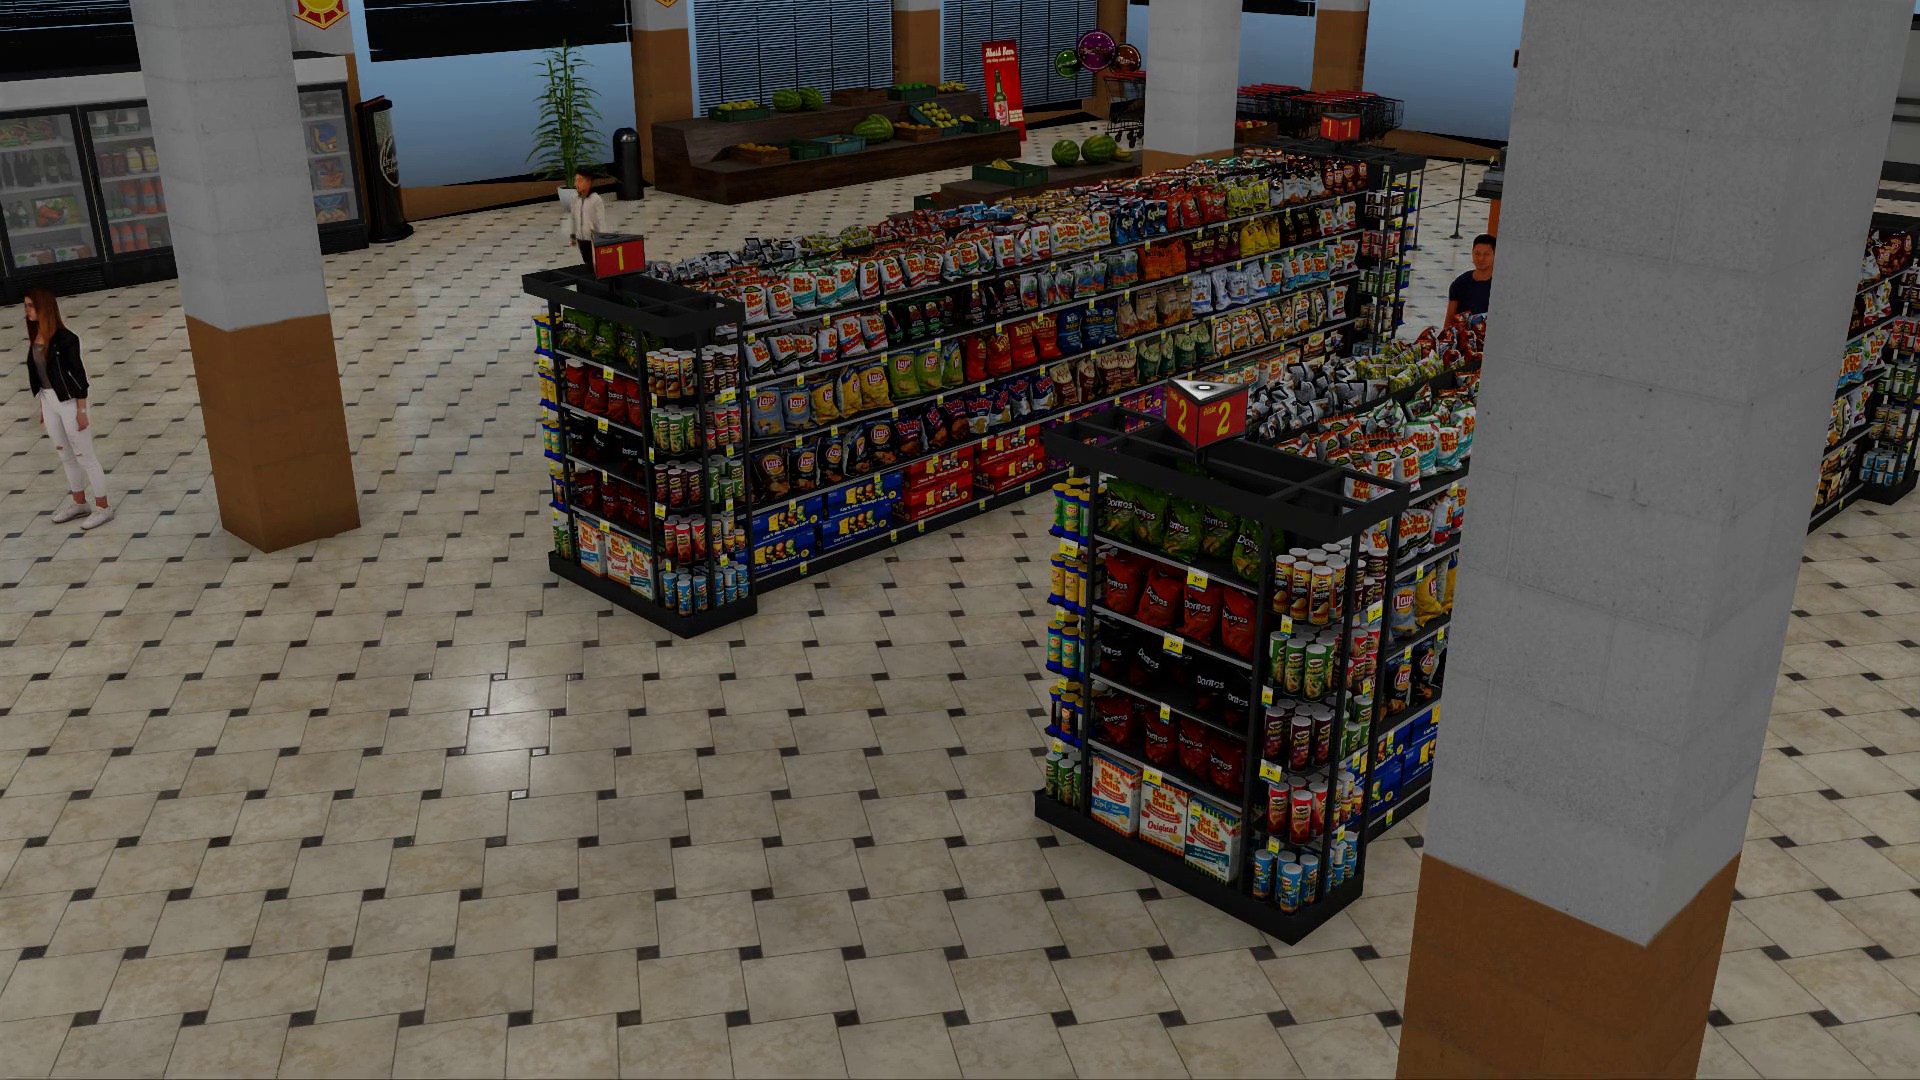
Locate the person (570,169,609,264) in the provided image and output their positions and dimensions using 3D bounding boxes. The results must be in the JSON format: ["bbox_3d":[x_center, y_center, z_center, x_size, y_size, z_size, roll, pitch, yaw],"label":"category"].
[{"bbox_3d":[-3.871,-3.212,17.657,0.640,1.444,0.583,12,25,28],"label":"person"}]

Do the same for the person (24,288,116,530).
[{"bbox_3d":[-6.254,-0.928,11.626,0.670,1.703,0.631,10,24,24],"label":"person"}]

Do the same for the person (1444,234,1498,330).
[{"bbox_3d":[4.002,-1.497,12.924,0.720,1.790,0.683,7,23,18],"label":"person"}]
